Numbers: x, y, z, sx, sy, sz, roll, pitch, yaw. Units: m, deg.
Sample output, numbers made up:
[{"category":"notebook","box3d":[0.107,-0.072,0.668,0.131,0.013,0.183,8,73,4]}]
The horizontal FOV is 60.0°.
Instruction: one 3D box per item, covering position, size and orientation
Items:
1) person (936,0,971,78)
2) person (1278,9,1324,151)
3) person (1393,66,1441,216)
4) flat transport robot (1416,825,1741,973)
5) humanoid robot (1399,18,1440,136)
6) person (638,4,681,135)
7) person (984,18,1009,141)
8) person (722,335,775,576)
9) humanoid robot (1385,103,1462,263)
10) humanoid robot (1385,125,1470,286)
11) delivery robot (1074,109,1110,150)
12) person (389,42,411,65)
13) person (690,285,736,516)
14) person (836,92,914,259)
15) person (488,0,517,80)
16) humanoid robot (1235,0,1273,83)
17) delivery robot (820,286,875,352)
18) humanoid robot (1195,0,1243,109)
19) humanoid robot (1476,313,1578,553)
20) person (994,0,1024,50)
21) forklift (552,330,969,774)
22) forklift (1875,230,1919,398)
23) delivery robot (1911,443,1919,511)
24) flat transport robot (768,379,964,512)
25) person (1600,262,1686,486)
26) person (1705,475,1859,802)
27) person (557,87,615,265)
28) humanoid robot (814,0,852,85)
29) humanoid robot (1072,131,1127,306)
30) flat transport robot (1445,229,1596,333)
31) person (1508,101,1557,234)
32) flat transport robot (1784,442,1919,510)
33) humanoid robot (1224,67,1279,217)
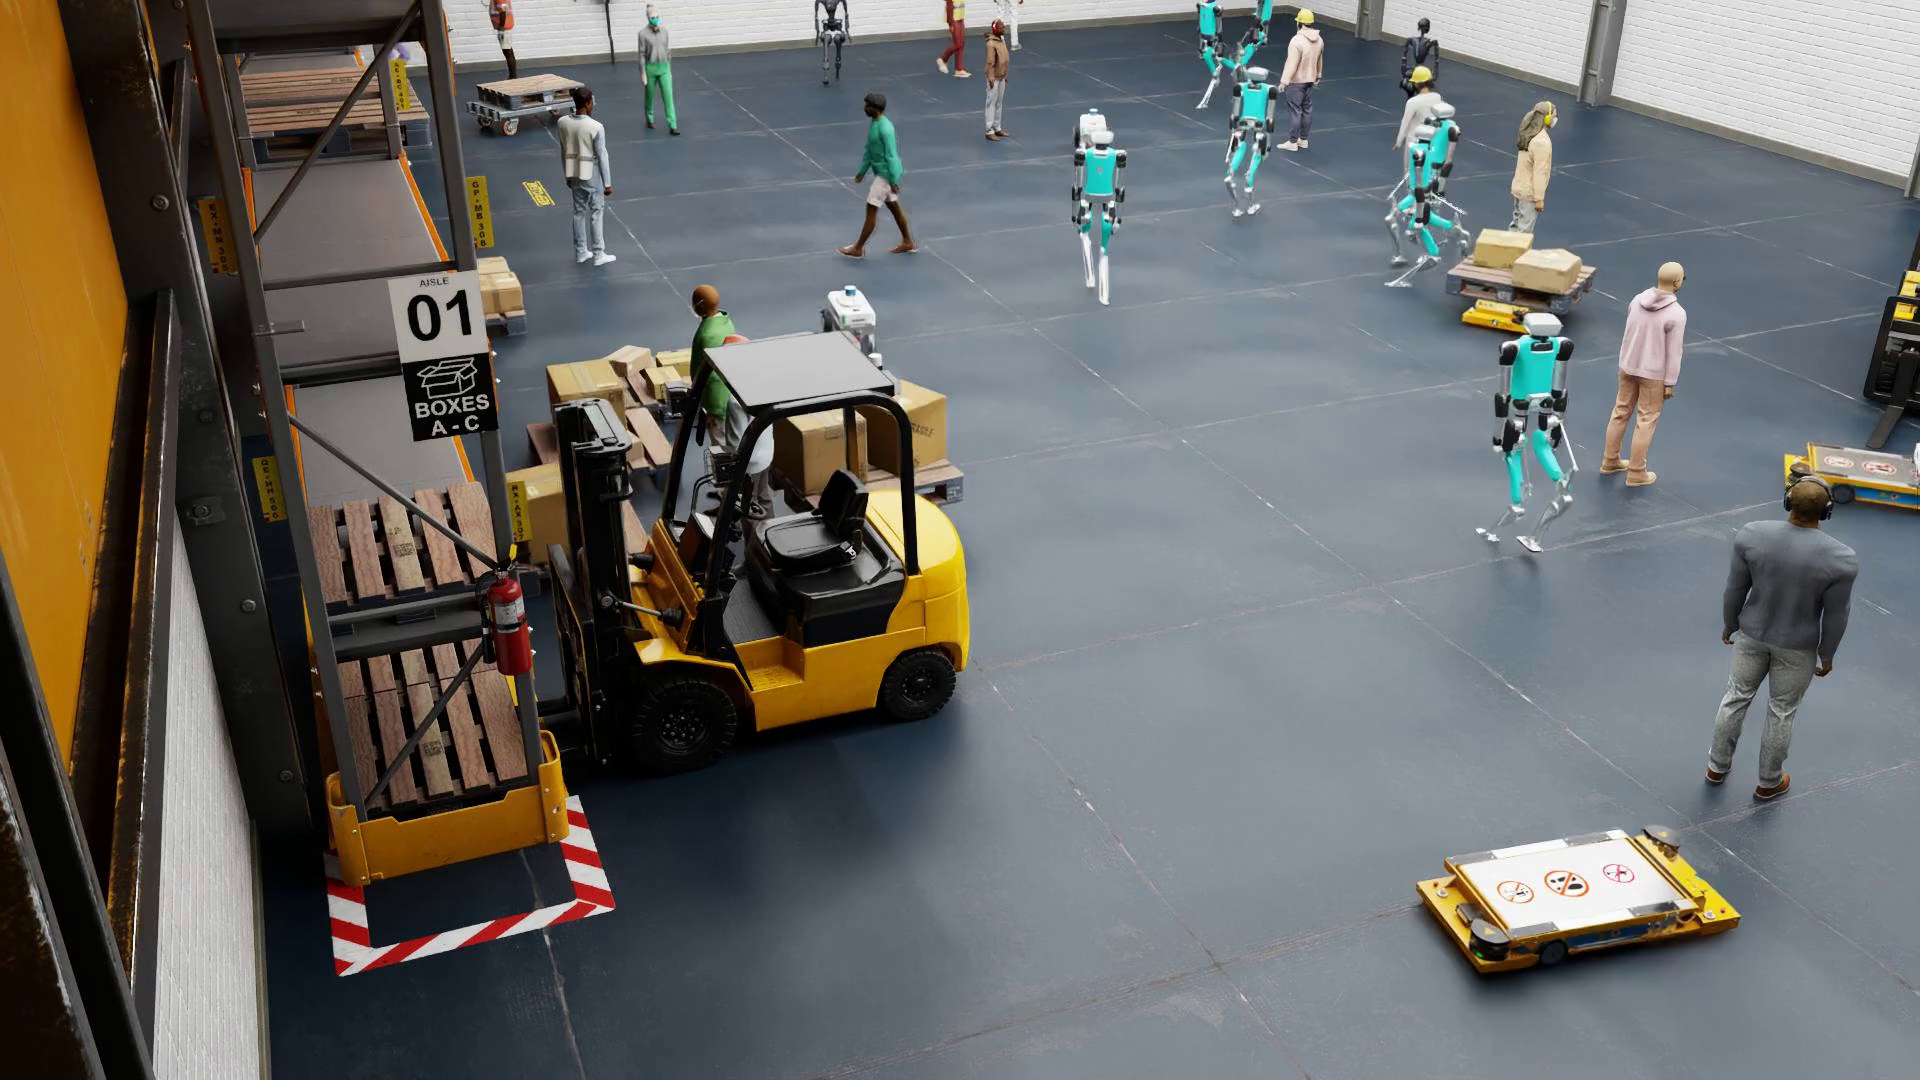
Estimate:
[{"category":"person","box3d":[-0.075,-8.444,27.122,0.475,1.758,0.485,13,29,24]},{"category":"person","box3d":[4.662,-6.264,22.667,0.815,1.866,0.403,-22,34,-37]},{"category":"person","box3d":[5.401,-4.769,19.834,0.569,1.739,0.586,-15,30,-27]},{"category":"flat transport robot","box3d":[3.116,1.805,8.398,1.431,0.231,0.659,-6,27,-12]},{"category":"humanoid robot","box3d":[6.429,-6.488,23.379,0.589,1.636,0.744,19,32,32]},{"category":"person","box3d":[-4.314,-6.678,23.579,0.548,1.792,0.968,-16,31,-28]},{"category":"person","box3d":[0.499,-6.447,23.269,0.337,1.651,0.454,13,30,24]},{"category":"person","box3d":[-1.478,-0.570,11.517,0.352,1.711,0.572,7,28,14]},{"category":"humanoid robot","box3d":[4.900,-3.774,17.883,0.903,1.766,0.539,-11,29,-20]},{"category":"humanoid robot","box3d":[5.007,-3.355,17.092,1.021,1.775,0.564,7,28,13]},{"category":"delivery robot","box3d":[1.820,-5.614,22.814,0.499,0.576,0.757,1,27,2]},{"category":"person","box3d":[-8.905,-7.910,25.976,0.474,1.828,0.604,3,27,6]},{"category":"person","box3d":[-1.798,-1.036,12.366,0.387,1.781,0.537,0,27,1]},{"category":"person","box3d":[-0.925,-3.985,18.207,0.946,1.806,0.506,-6,27,-11]},{"category":"person","box3d":[-7.220,-8.111,26.234,0.368,1.966,0.600,-4,27,-8]},{"category":"humanoid robot","box3d":[4.520,-7.861,26.115,0.743,1.905,0.549,14,30,26]},{"category":"delivery robot","box3d":[-1.043,-2.134,15.919,0.499,0.598,0.798,-7,27,-13]},{"category":"humanoid robot","box3d":[4.017,-7.431,25.179,0.990,1.771,0.533,-16,31,-28]},{"category":"humanoid robot","box3d":[4.059,-0.663,11.696,0.536,1.781,0.878,-5,27,-10]},{"category":"person","box3d":[0.844,-9.602,29.293,0.572,1.882,0.357,8,28,15]},{"category":"forklift","box3d":[-1.094,0.010,9.831,2.313,2.155,1.214,-10,28,-20]},{"category":"forklift","box3d":[9.029,-2.397,14.618,1.214,2.155,2.313,18,32,32]},{"category":"delivery robot","box3d":[7.642,-0.503,12.647,0.759,0.575,0.499,11,29,20]},{"category":"flat transport robot","box3d":[-0.712,-0.269,12.522,0.659,0.231,1.431,-13,29,-24]},{"category":"person","box3d":[5.297,-1.277,12.857,0.409,1.777,0.519,-15,30,-27]},{"category":"person","box3d":[4.456,0.535,9.068,0.630,1.940,0.373,21,33,35]},{"category":"person","box3d":[-4.030,-3.913,17.954,0.596,1.907,0.410,12,29,22]},{"category":"humanoid robot","box3d":[-2.030,-8.121,26.609,0.600,1.630,0.749,-1,27,-1]},{"category":"humanoid robot","box3d":[1.402,-3.331,16.990,0.542,1.771,0.897,2,27,3]},{"category":"flat transport robot","box3d":[5.629,-2.418,16.796,0.659,0.231,1.431,17,31,30]},{"category":"person","box3d":[5.979,-3.668,17.507,0.392,1.872,0.560,0,27,1]},{"category":"flat transport robot","box3d":[7.187,-0.451,12.885,1.431,0.231,0.659,11,29,20]},{"category":"humanoid robot","box3d":[3.368,-4.591,19.472,0.539,1.763,0.902,10,28,19]}]
